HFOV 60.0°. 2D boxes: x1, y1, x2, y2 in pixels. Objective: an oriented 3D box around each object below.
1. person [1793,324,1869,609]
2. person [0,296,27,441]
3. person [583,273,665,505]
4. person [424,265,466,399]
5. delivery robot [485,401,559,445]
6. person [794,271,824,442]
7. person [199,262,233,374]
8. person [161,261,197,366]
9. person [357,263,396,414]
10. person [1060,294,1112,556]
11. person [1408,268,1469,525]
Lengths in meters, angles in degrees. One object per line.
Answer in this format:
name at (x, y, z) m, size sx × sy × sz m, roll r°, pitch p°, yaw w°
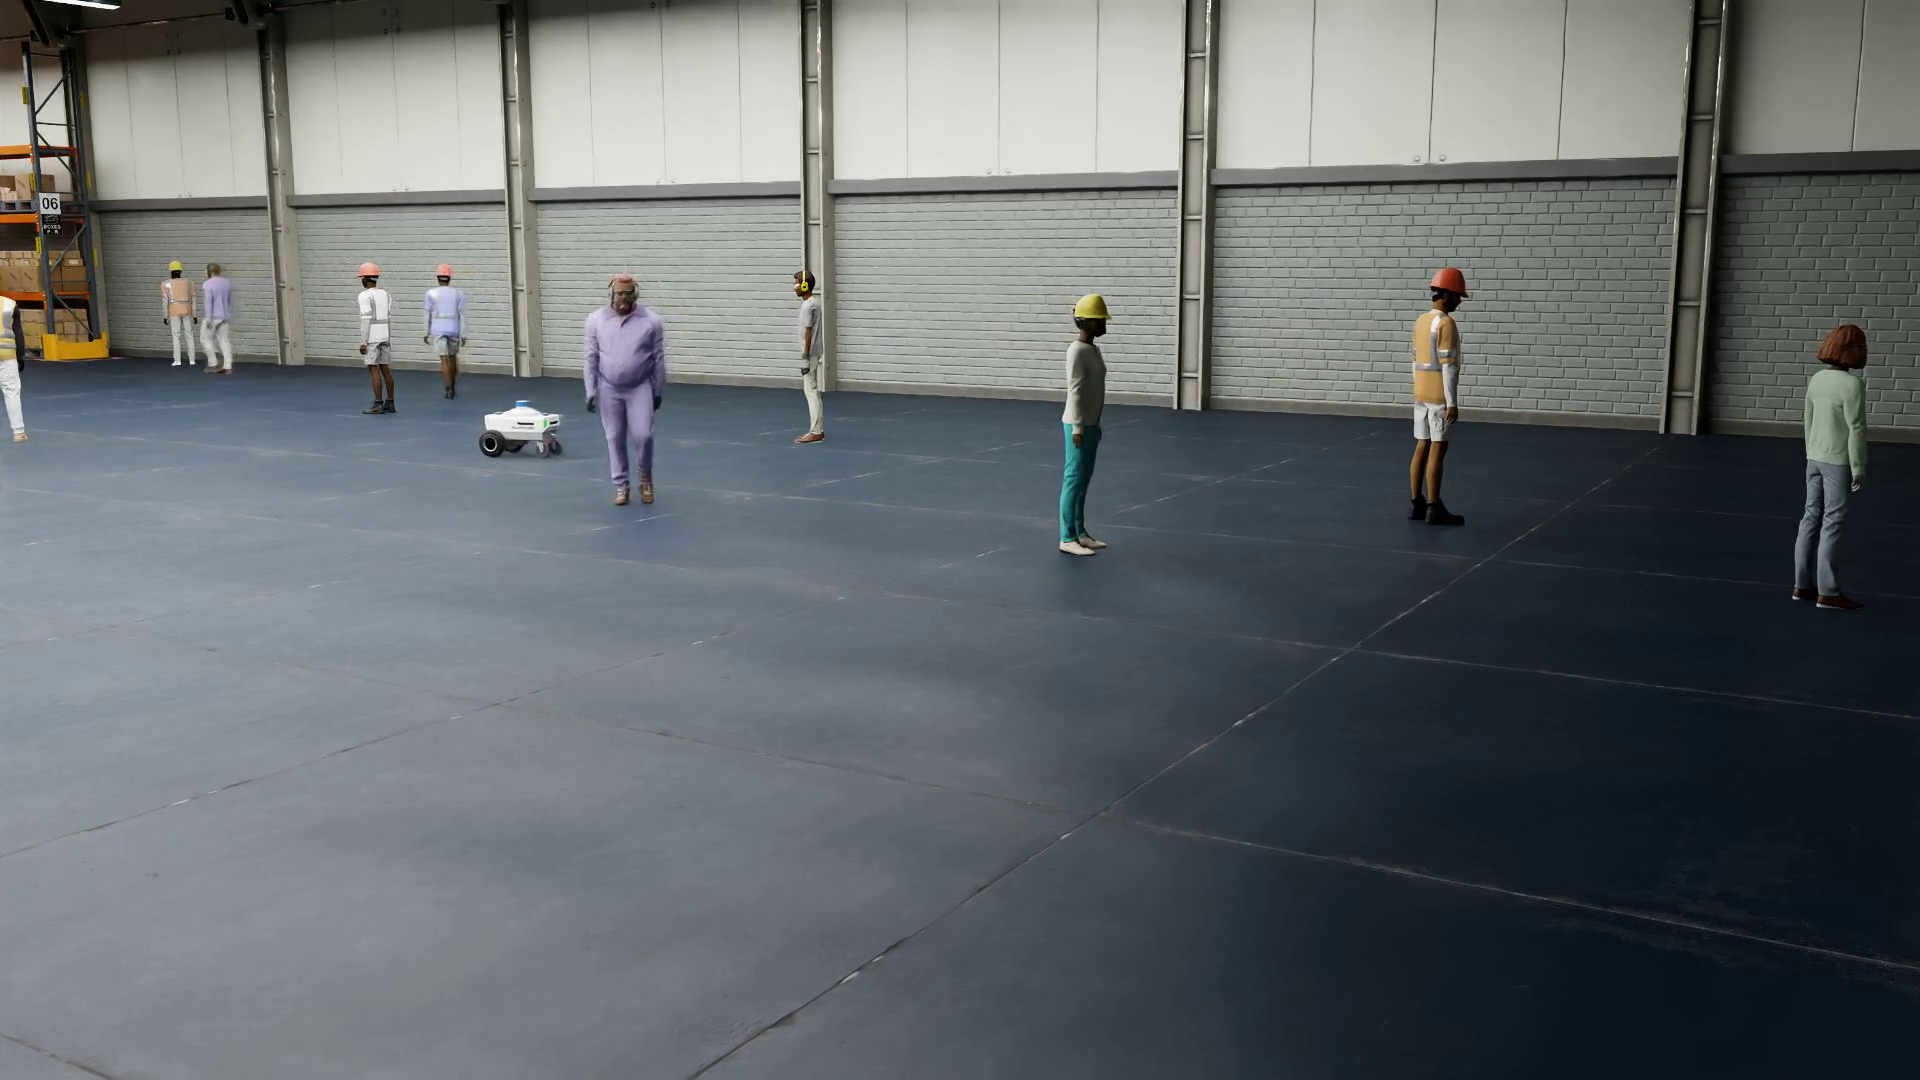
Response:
person at (5.056, -0.423, 9.609) m, size 0.283 × 1.633 × 0.500 m, roll -1°, pitch 10°, yaw -5°
person at (-10.509, -1.970, 18.082) m, size 0.619 × 1.837 × 0.430 m, roll -5°, pitch 11°, yaw -28°
person at (-2.722, -1.210, 13.481) m, size 0.635 × 1.885 × 0.453 m, roll -1°, pitch 10°, yaw -6°
person at (-7.384, -2.974, 23.797) m, size 0.549 × 1.891 × 0.963 m, roll -6°, pitch 11°, yaw -31°
delivery robot at (-4.432, -1.168, 16.847) m, size 0.707 × 0.478 × 0.477 m, roll 2°, pitch 10°, yaw 13°
person at (-1.646, -1.989, 18.124) m, size 0.311 × 1.863 × 0.509 m, roll 0°, pitch 10°, yaw 0°
person at (-12.792, -3.787, 28.481) m, size 0.649 × 1.911 × 0.654 m, roll 2°, pitch 10°, yaw 14°
person at (-14.395, -4.173, 30.692) m, size 0.594 × 1.929 × 0.354 m, roll -7°, pitch 12°, yaw -37°
person at (-7.525, -2.578, 21.337) m, size 0.373 × 1.934 × 0.551 m, roll 3°, pitch 10°, yaw 18°
person at (0.872, -0.785, 11.340) m, size 0.328 × 1.767 × 0.531 m, roll 4°, pitch 10°, yaw 20°
person at (3.628, -1.078, 12.583) m, size 0.373 × 1.928 × 0.543 m, roll -2°, pitch 10°, yaw -12°
